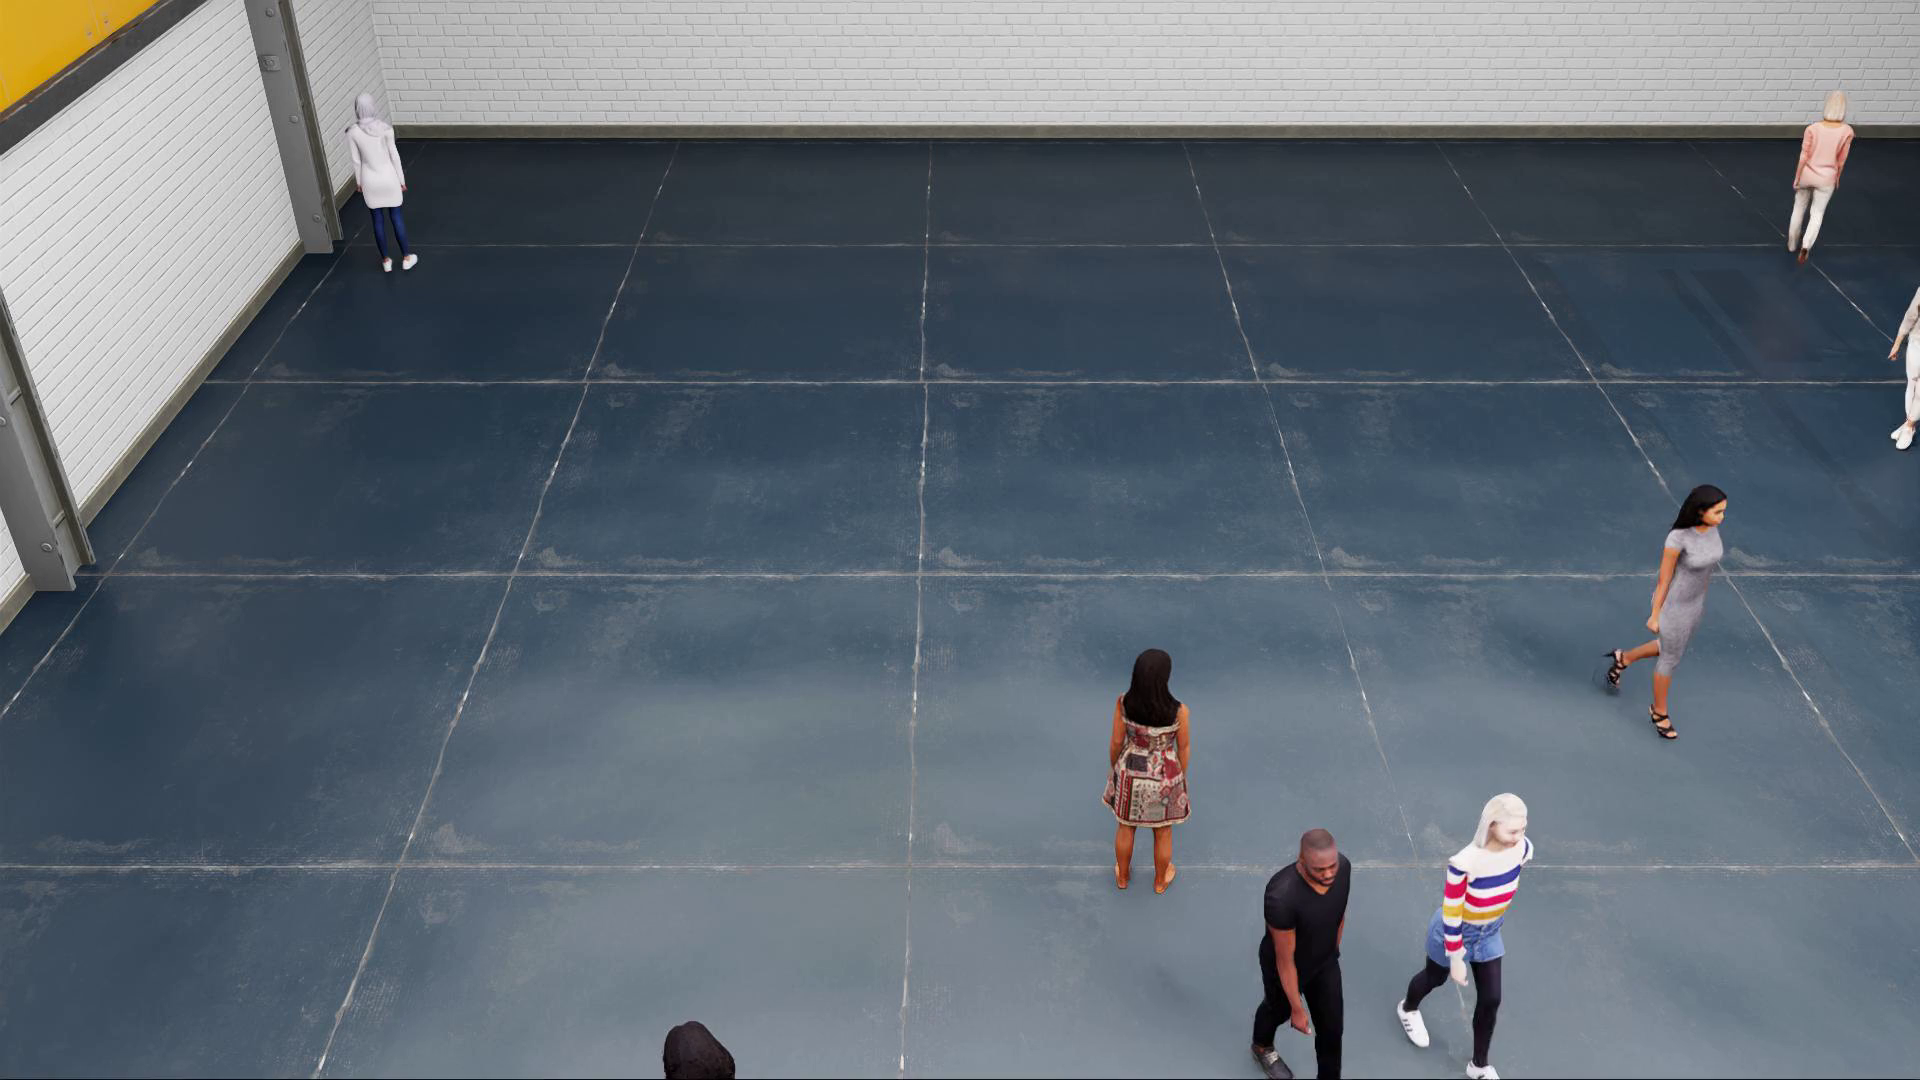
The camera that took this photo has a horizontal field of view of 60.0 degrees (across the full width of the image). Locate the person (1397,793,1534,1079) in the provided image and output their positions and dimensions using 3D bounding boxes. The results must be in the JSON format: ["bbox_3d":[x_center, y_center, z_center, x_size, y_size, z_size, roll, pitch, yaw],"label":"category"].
[{"bbox_3d":[2.448,1.877,8.233,0.863,1.770,1.066,-10,35,-14],"label":"person"}]

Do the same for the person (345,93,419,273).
[{"bbox_3d":[-5.696,-3.506,16.327,0.648,1.775,0.583,-5,34,-7],"label":"person"}]

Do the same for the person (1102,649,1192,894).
[{"bbox_3d":[1.038,1.297,9.220,0.700,1.643,0.620,8,34,12],"label":"person"}]

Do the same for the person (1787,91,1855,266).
[{"bbox_3d":[8.498,-3.560,16.470,0.864,1.705,1.099,13,36,18],"label":"person"}]

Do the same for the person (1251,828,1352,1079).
[{"bbox_3d":[1.567,2.004,8.025,0.937,1.788,1.080,-18,38,-25],"label":"person"}]

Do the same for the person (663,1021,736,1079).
[{"bbox_3d":[-1.010,2.761,6.926,0.652,1.744,0.679,-5,34,-8],"label":"person"}]

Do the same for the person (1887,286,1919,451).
[{"bbox_3d":[7.923,-1.590,13.519,0.832,1.692,0.761,-26,41,-33],"label":"person"}]

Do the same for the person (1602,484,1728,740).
[{"bbox_3d":[4.449,0.389,10.475,0.872,1.765,1.014,-18,38,-25],"label":"person"}]
